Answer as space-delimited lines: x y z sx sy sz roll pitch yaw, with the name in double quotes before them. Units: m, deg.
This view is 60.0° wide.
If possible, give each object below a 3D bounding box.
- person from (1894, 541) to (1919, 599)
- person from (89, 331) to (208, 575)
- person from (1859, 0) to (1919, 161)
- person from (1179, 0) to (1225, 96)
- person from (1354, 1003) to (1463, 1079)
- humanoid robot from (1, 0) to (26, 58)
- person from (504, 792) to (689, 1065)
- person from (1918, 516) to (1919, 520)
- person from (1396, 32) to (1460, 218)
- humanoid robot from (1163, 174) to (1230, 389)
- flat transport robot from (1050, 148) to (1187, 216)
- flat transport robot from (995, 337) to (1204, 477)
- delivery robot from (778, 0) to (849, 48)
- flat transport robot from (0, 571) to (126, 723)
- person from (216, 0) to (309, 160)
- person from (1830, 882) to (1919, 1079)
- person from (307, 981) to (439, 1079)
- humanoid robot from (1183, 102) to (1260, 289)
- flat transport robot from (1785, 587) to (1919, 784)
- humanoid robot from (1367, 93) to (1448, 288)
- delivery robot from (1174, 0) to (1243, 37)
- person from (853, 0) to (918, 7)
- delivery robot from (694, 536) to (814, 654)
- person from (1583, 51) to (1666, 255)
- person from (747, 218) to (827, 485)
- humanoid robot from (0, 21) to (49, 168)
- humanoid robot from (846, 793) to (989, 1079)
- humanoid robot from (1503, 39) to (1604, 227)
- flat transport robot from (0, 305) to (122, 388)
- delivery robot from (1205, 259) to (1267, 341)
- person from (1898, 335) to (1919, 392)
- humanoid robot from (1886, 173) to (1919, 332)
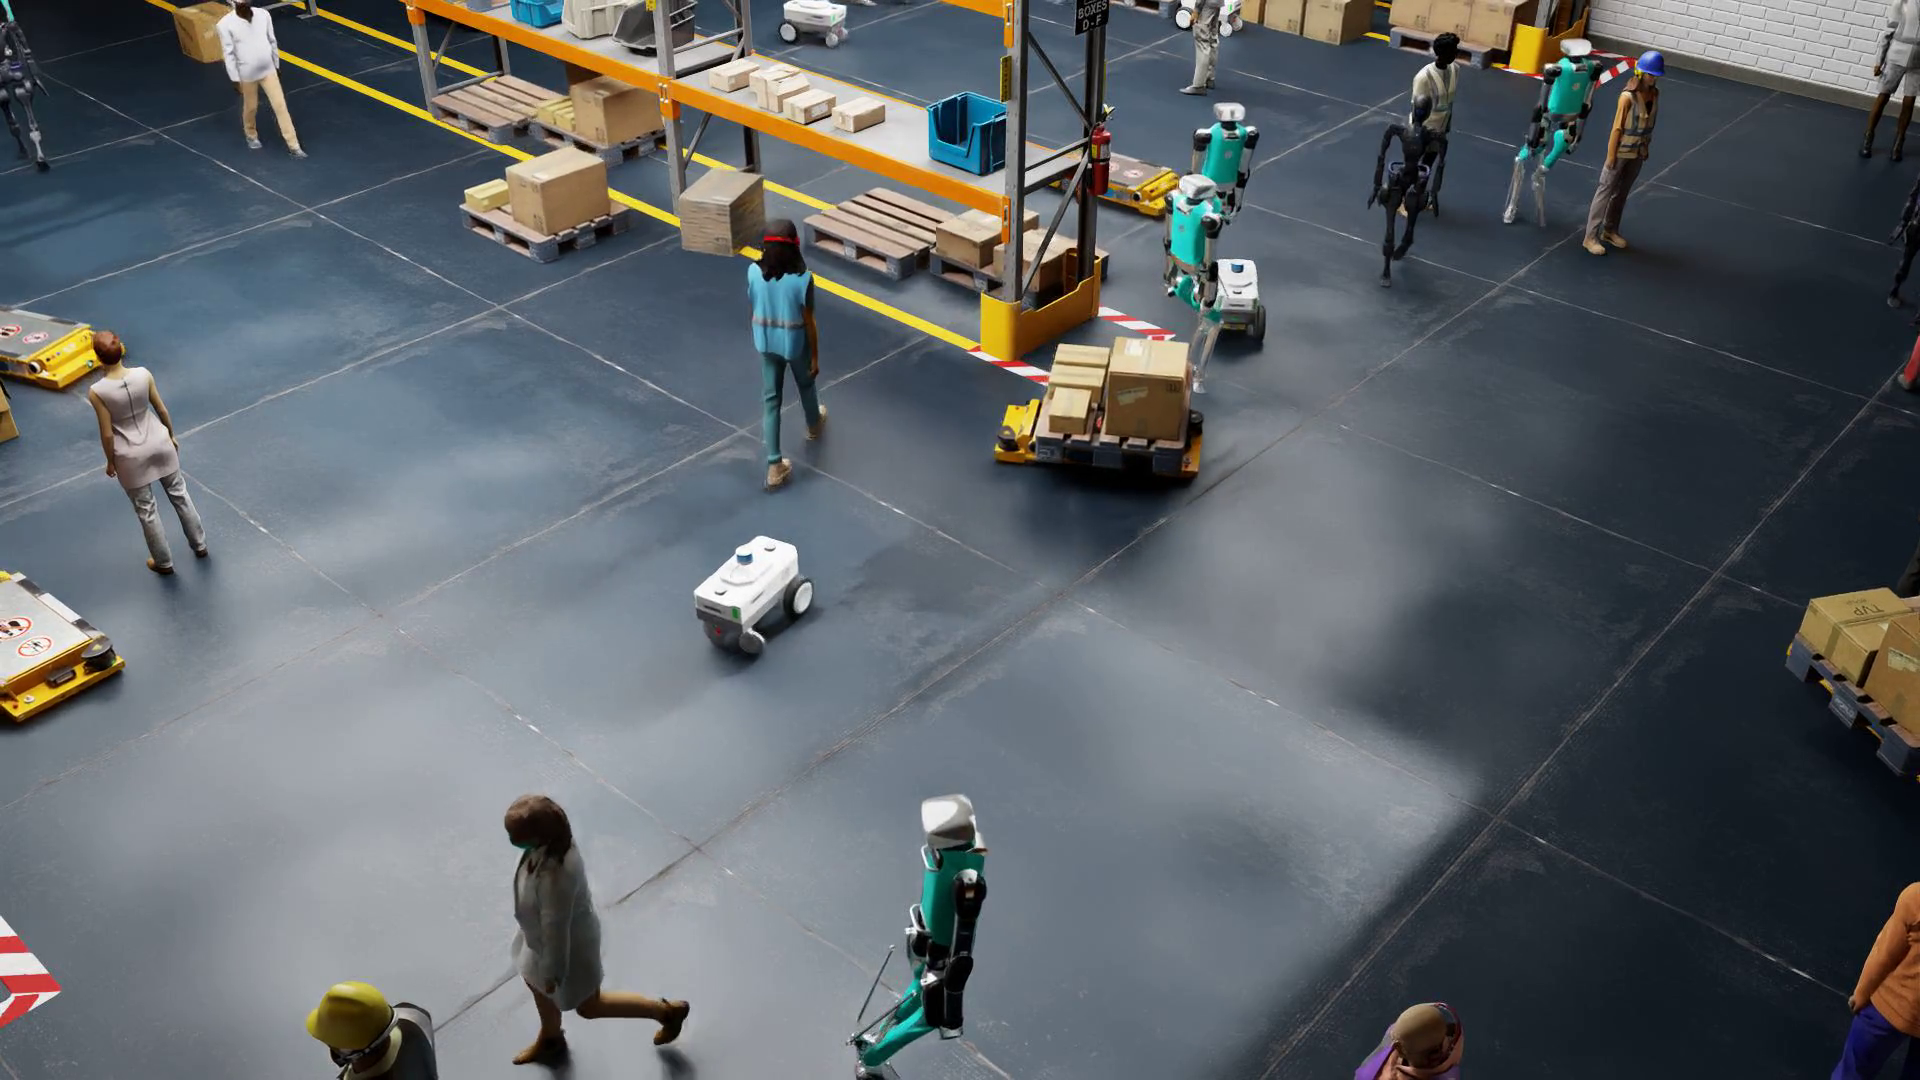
"person" 5.804 -0.113 9.594 0.333 1.838 0.506 -23 41 -30
"person" -5.100 -0.545 10.373 0.270 1.659 0.459 25 42 32
"person" 9.144 -4.628 16.064 0.546 1.923 0.386 15 37 20
"person" 2.623 -5.659 17.572 0.388 1.901 0.545 20 39 26
"person" 1.623 2.311 6.208 0.347 1.693 0.480 -8 35 -11
"humanoid robot" -10.803 -6.142 18.515 0.546 1.890 0.737 -17 38 -23
"person" -1.637 1.683 7.170 0.725 1.637 0.477 -17 38 -23
"person" 6.864 -0.824 10.783 0.721 1.665 0.444 -9 36 -12
"person" 4.229 -3.738 14.975 0.534 1.692 0.320 -23 41 -29
"humanoid robot" 1.838 -1.897 12.274 0.736 1.775 0.576 -22 40 -29
"flat transport robot" 1.452 -3.422 15.768 1.431 0.231 0.659 24 41 30
"flat transport robot" 1.004 -0.742 11.885 1.431 0.231 0.659 6 35 8
"delivery robot" -1.700 -6.061 19.339 0.789 0.593 0.499 14 37 20
"flat transport robot" -5.695 0.588 9.958 1.431 0.231 0.659 24 41 31
"person" -6.868 -4.600 16.205 0.575 1.709 0.862 -29 44 -35
"person" 3.843 1.859 6.622 0.515 1.974 0.397 16 38 22
"person" -2.076 2.275 6.137 0.403 1.834 0.588 0 35 1
"humanoid robot" 1.994 -2.773 13.559 0.560 1.795 0.795 -8 35 -12
"flat transport robot" 5.432 0.968 9.407 0.659 0.231 1.431 -8 35 -11
"humanoid robot" 3.732 -2.976 13.922 0.586 1.629 0.713 8 35 11
"delivery robot" 2.962 -6.318 19.709 0.774 0.592 0.499 22 40 28
"person" -0.901 -7.319 20.137 0.924 1.716 0.483 4 35 6
"delivery robot" -1.262 0.299 10.143 0.522 0.614 0.785 18 38 24
"person" 5.758 -3.332 14.308 0.480 1.776 0.323 -18 39 -25
"person" -1.191 -1.345 11.407 0.504 1.818 0.994 5 35 8
"humanoid robot" -9.156 -4.395 15.972 0.615 1.639 0.734 -17 38 -23
"humanoid robot" -0.285 1.876 6.889 0.812 1.888 0.574 -8 35 -11
"humanoid robot" 5.190 -3.629 14.780 0.533 1.797 0.731 -7 35 -10
"flat transport robot" -7.373 -1.524 13.019 1.431 0.231 0.659 12 36 17
"delivery robot" 2.200 -1.945 13.391 0.525 0.611 0.783 4 35 5
"person" 7.407 -1.868 12.208 0.565 1.756 0.346 19 39 26
"humanoid robot" 7.759 -2.498 13.228 0.601 1.620 0.793 9 36 12
